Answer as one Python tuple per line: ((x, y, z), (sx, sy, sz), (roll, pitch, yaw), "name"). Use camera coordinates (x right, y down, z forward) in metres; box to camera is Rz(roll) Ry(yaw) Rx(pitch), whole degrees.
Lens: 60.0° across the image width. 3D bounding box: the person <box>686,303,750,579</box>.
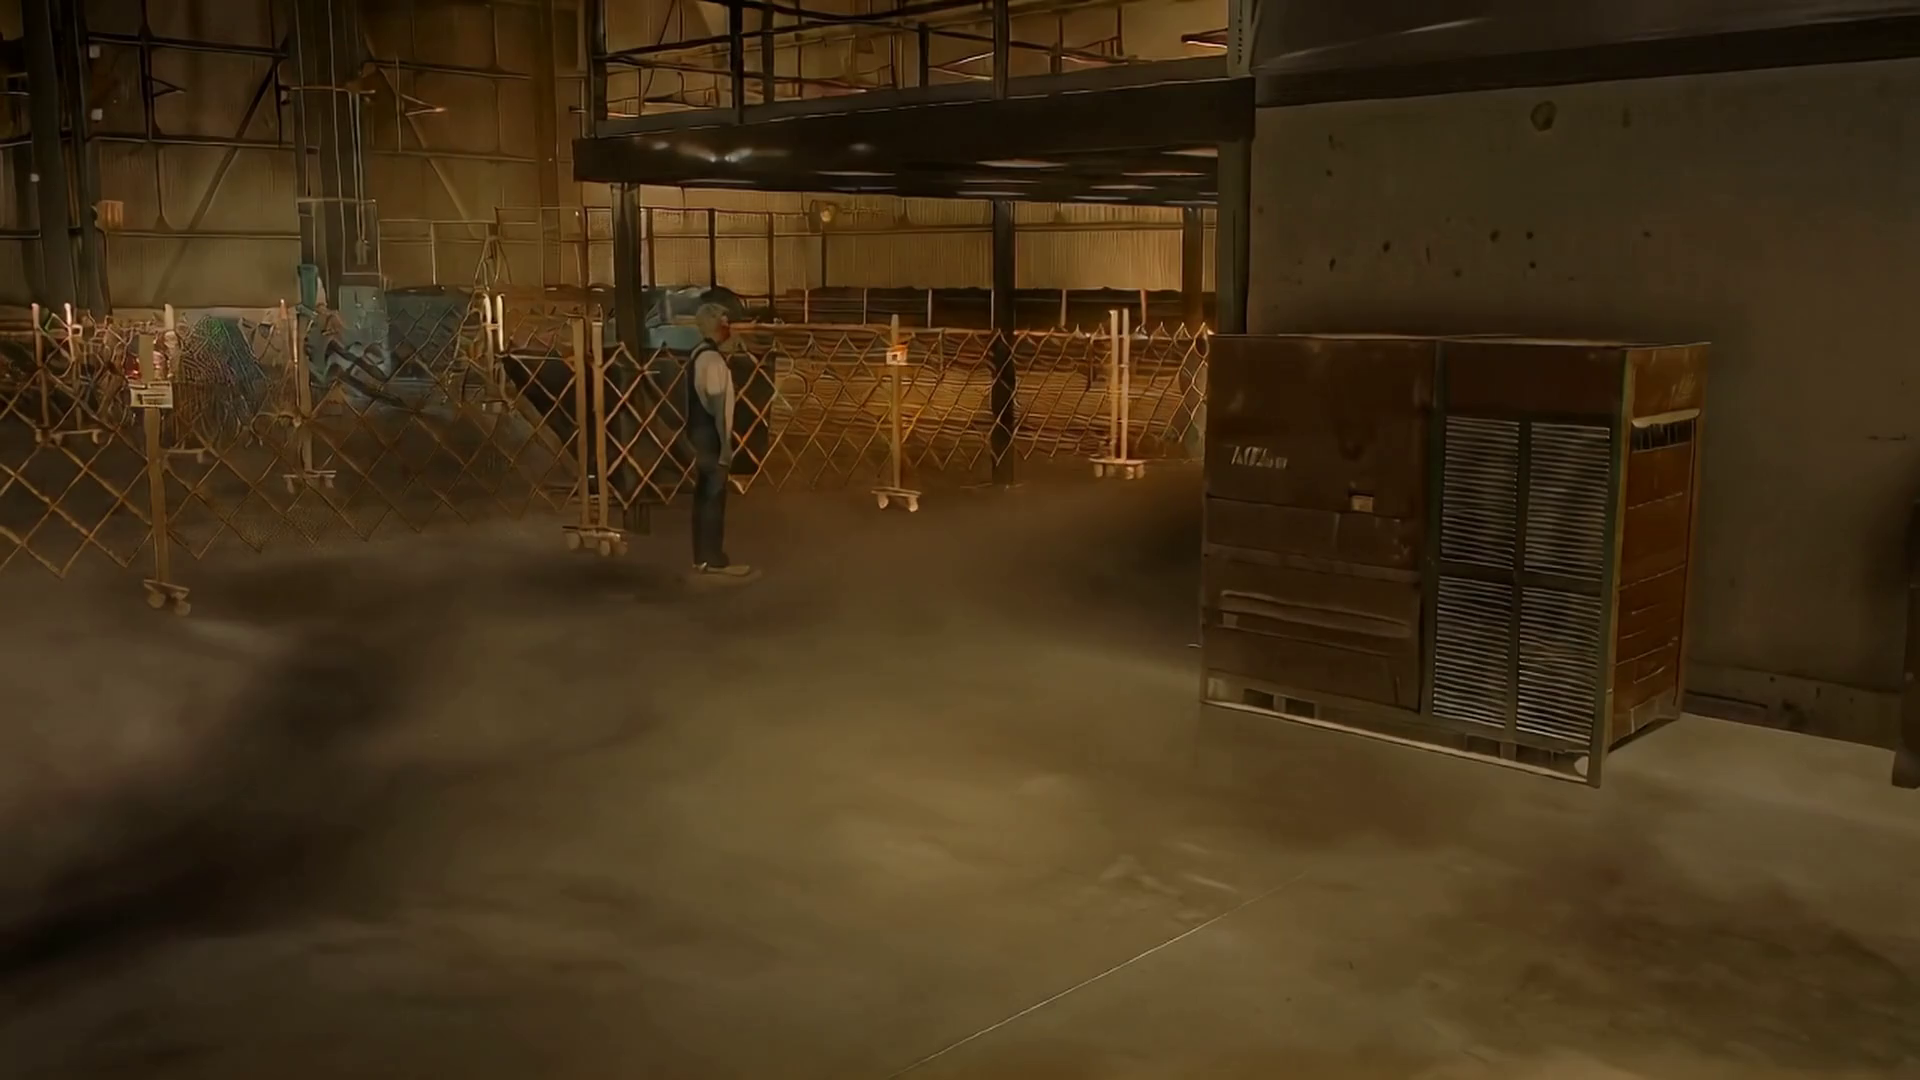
((-1.651, -0.661, 11.168), (0.345, 1.844, 0.506), (-5, 10, -27), "person")
